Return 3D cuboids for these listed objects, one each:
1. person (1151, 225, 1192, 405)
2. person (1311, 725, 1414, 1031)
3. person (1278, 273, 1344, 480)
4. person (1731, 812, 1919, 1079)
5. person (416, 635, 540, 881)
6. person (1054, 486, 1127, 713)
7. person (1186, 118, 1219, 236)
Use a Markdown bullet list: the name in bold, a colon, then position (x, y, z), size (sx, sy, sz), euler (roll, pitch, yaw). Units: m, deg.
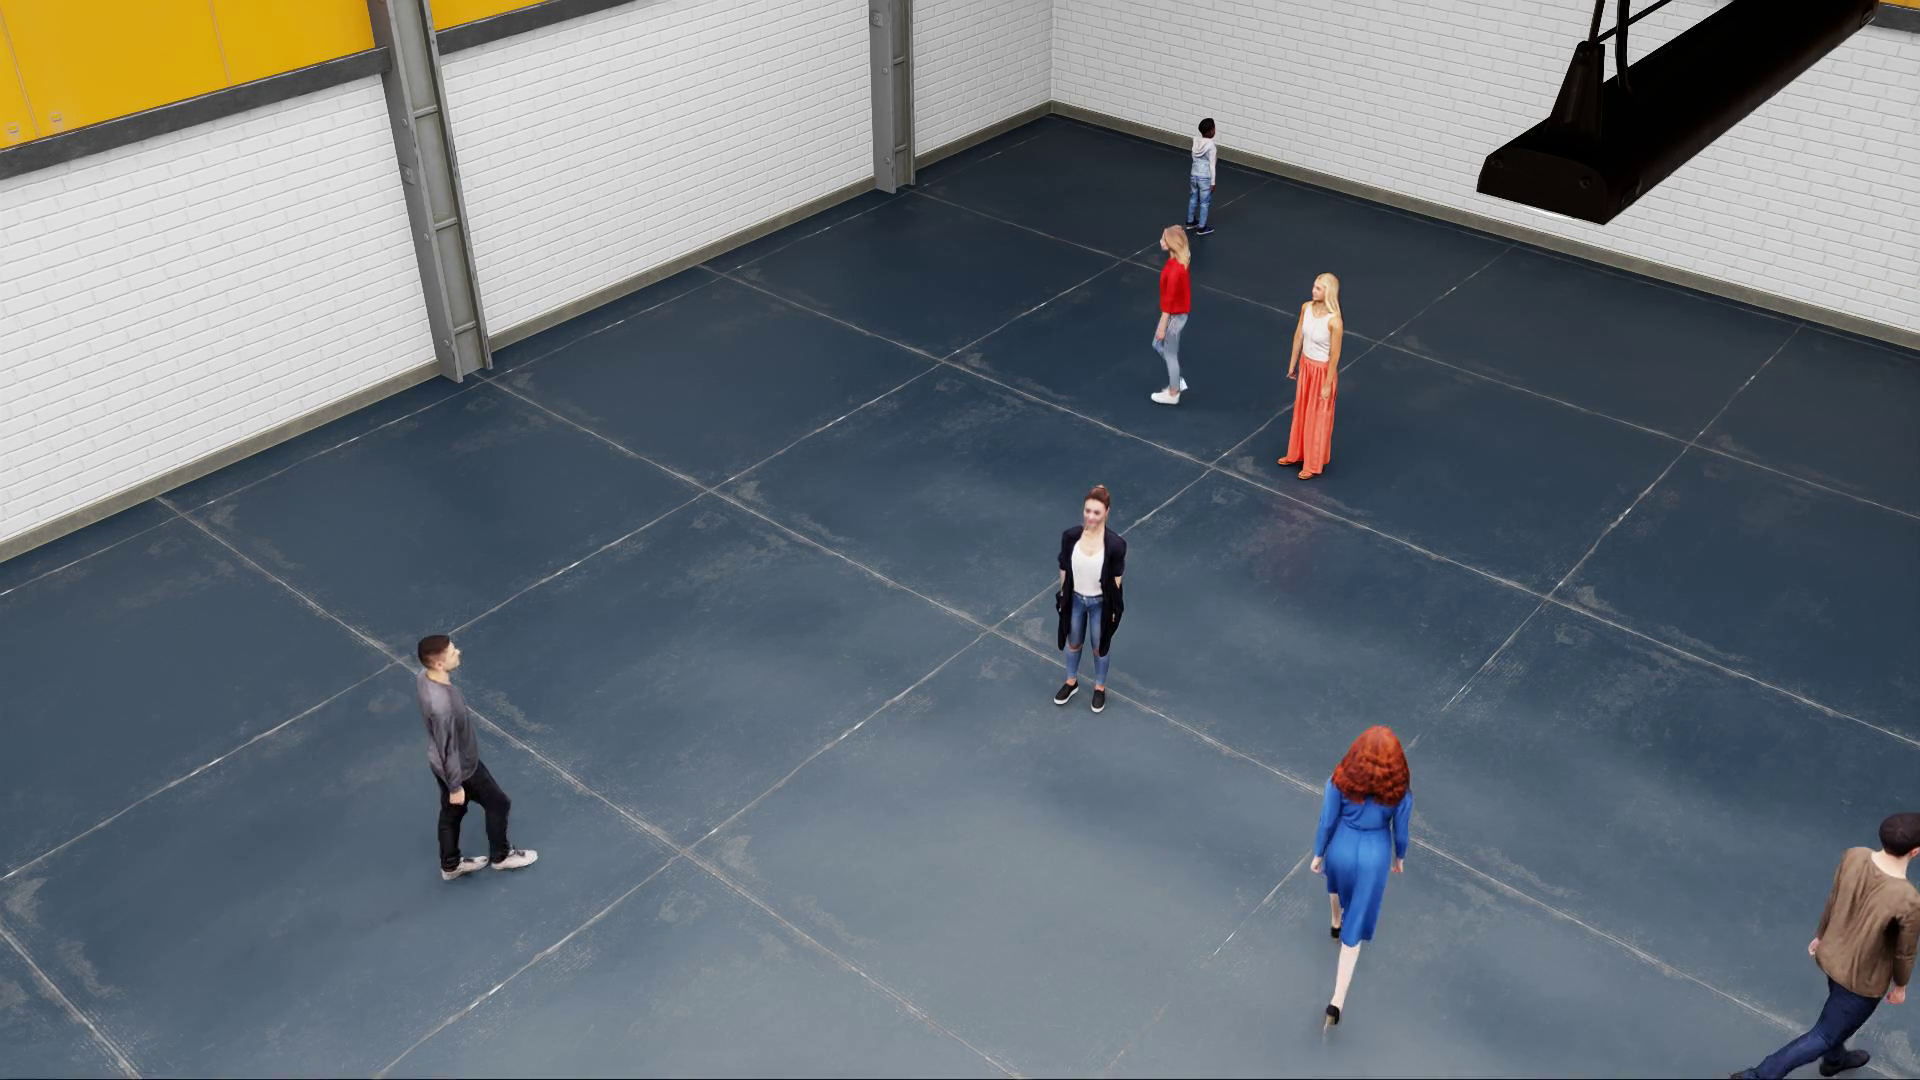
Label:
- **person**: position (1.942, -1.937, 14.537), size (0.785, 1.698, 0.671), euler (8, 34, 12)
- **person**: position (2.090, 1.807, 8.824), size (0.879, 1.785, 1.215), euler (12, 35, 17)
- **person**: position (2.903, -1.341, 13.546), size (0.694, 1.801, 0.708), euler (-18, 37, -25)
- **person**: position (4.383, 2.135, 8.264), size (1.240, 1.859, 1.110), euler (-7, 34, -10)
- **person**: position (-2.992, 1.312, 9.607), size (0.888, 1.743, 0.786), euler (-19, 38, -26)
- **person**: position (0.866, 0.391, 11.050), size (0.678, 1.680, 0.665), euler (12, 35, 17)
- **person**: position (2.611, -3.936, 17.941), size (0.530, 1.258, 0.509), euler (-23, 40, -31)
